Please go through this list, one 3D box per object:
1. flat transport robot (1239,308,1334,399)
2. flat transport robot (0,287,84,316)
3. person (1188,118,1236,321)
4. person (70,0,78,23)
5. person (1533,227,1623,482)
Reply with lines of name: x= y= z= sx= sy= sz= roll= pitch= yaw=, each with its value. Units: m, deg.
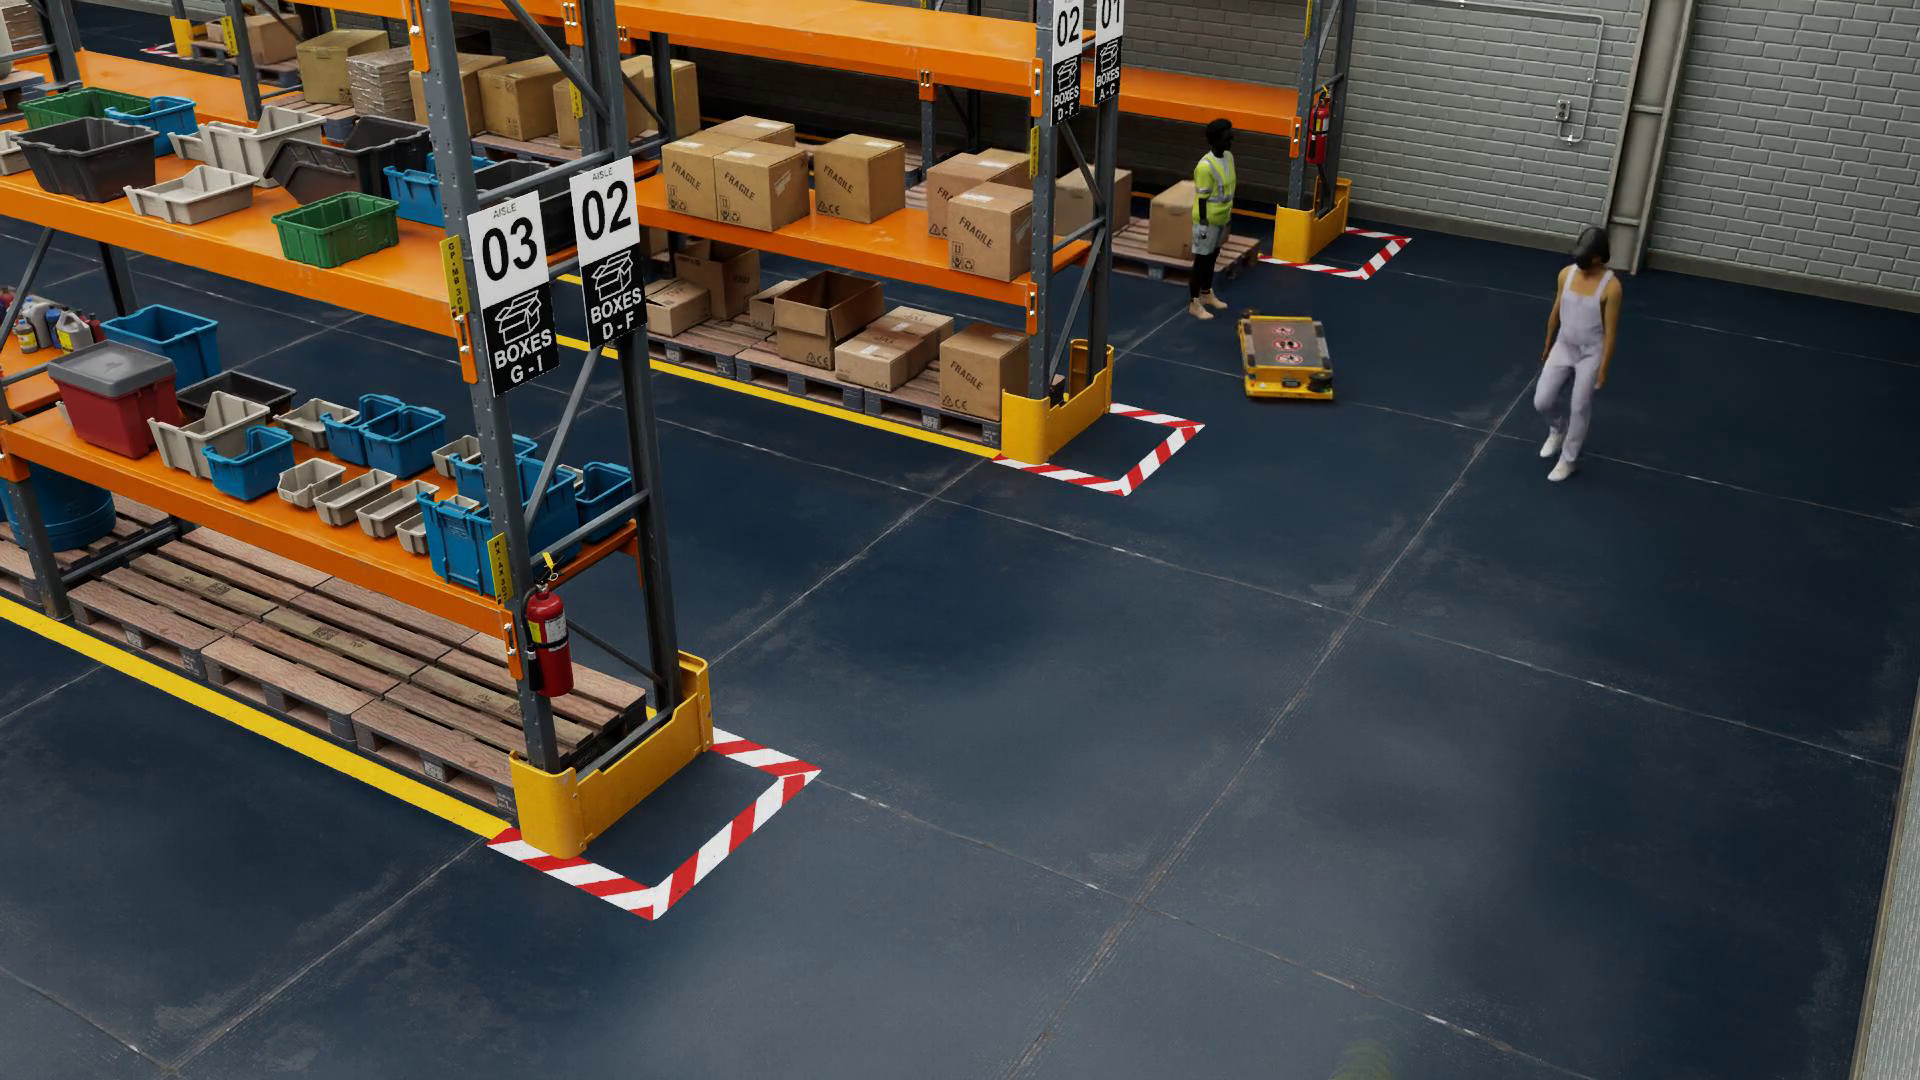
flat transport robot: x=2.595 y=-1.493 z=13.313 sx=0.659 sy=0.231 sz=1.431 roll=3 pitch=29 yaw=5
flat transport robot: x=-7.994 y=-1.841 z=13.936 sx=1.431 sy=0.231 sz=0.659 roll=18 pitch=34 yaw=29
person: x=2.135 y=-2.710 z=14.024 sx=0.318 sy=1.699 sz=0.535 roll=17 pitch=33 yaw=28
person: x=-11.496 y=-6.710 z=21.103 sx=0.636 sy=1.799 sz=0.770 roll=-22 pitch=36 yaw=-33
person: x=4.168 y=-1.252 z=11.271 sx=0.539 sy=1.841 sz=0.515 roll=-25 pitch=38 yaw=-37
